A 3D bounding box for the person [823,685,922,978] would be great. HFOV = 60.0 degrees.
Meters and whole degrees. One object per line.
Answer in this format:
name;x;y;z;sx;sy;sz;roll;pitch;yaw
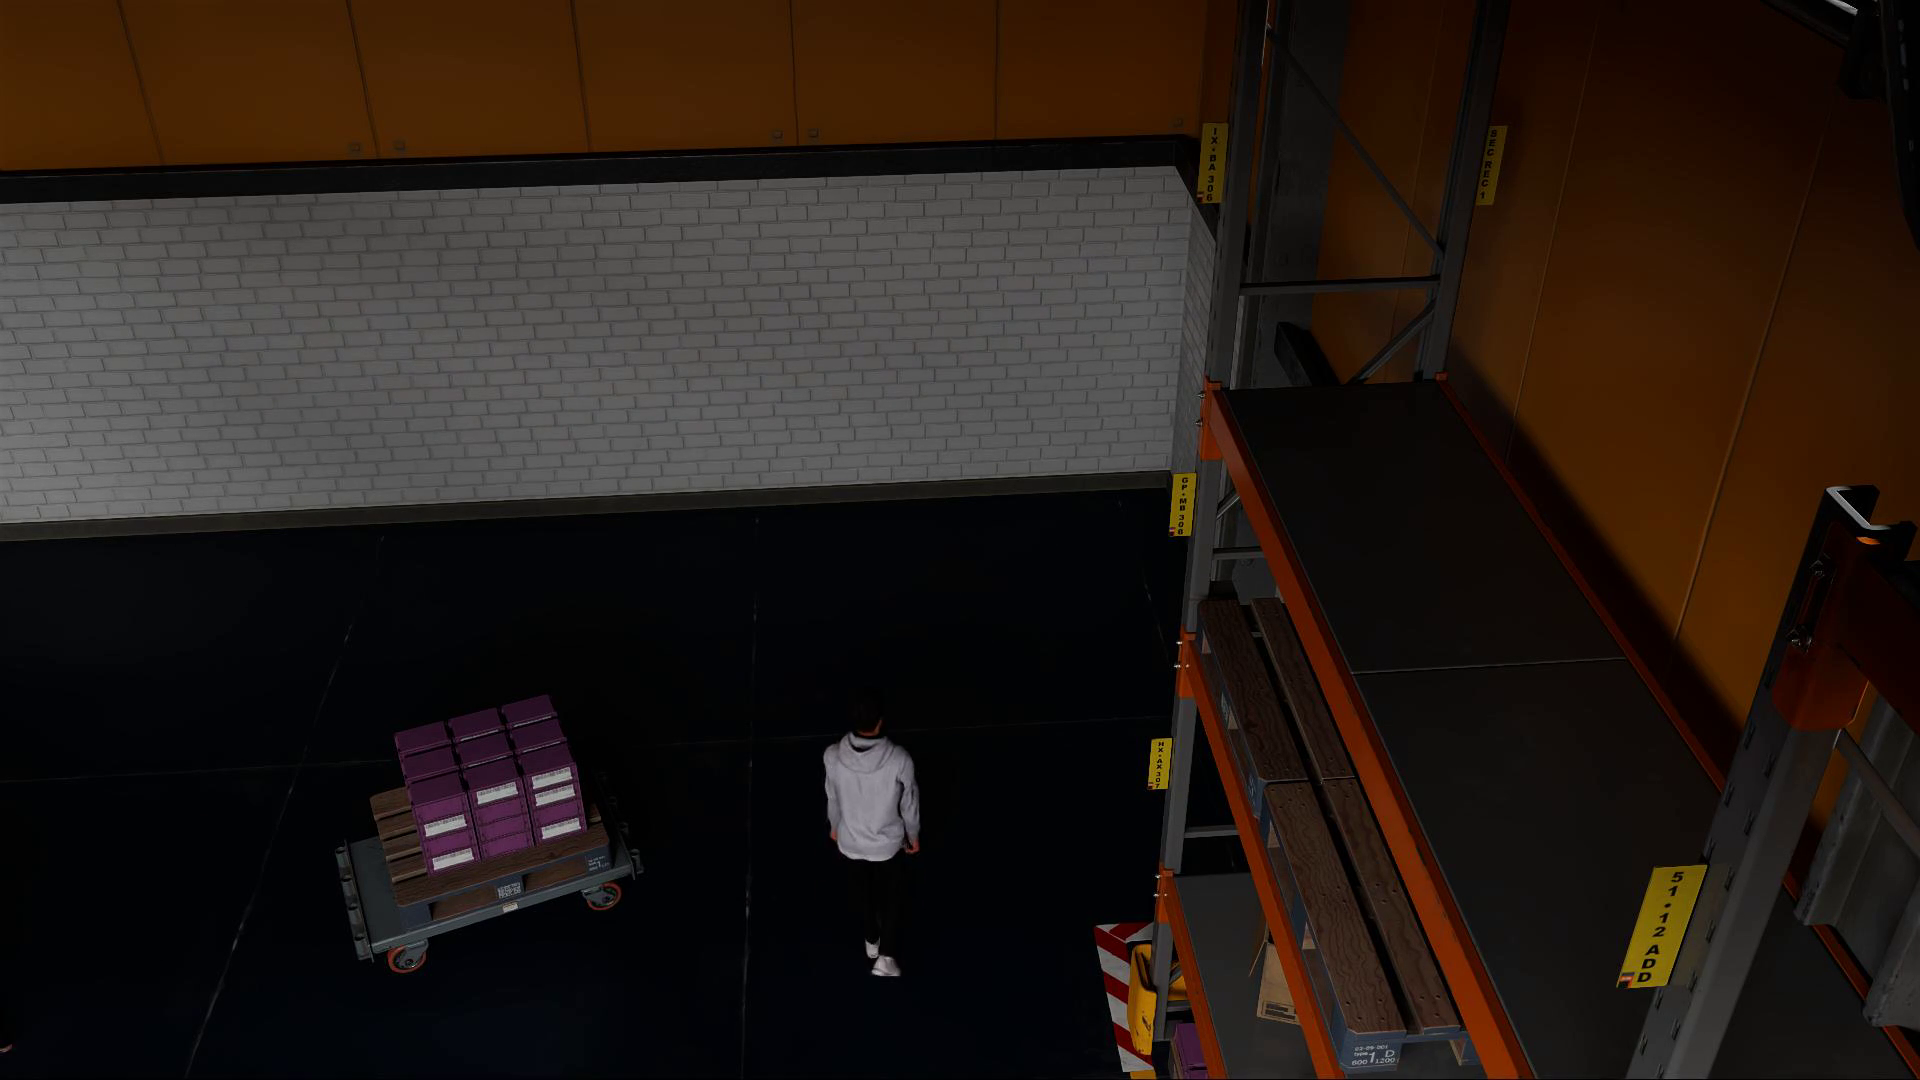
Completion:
person;-0.495;1.672;9.111;0.786;1.915;0.962;3;34;5
